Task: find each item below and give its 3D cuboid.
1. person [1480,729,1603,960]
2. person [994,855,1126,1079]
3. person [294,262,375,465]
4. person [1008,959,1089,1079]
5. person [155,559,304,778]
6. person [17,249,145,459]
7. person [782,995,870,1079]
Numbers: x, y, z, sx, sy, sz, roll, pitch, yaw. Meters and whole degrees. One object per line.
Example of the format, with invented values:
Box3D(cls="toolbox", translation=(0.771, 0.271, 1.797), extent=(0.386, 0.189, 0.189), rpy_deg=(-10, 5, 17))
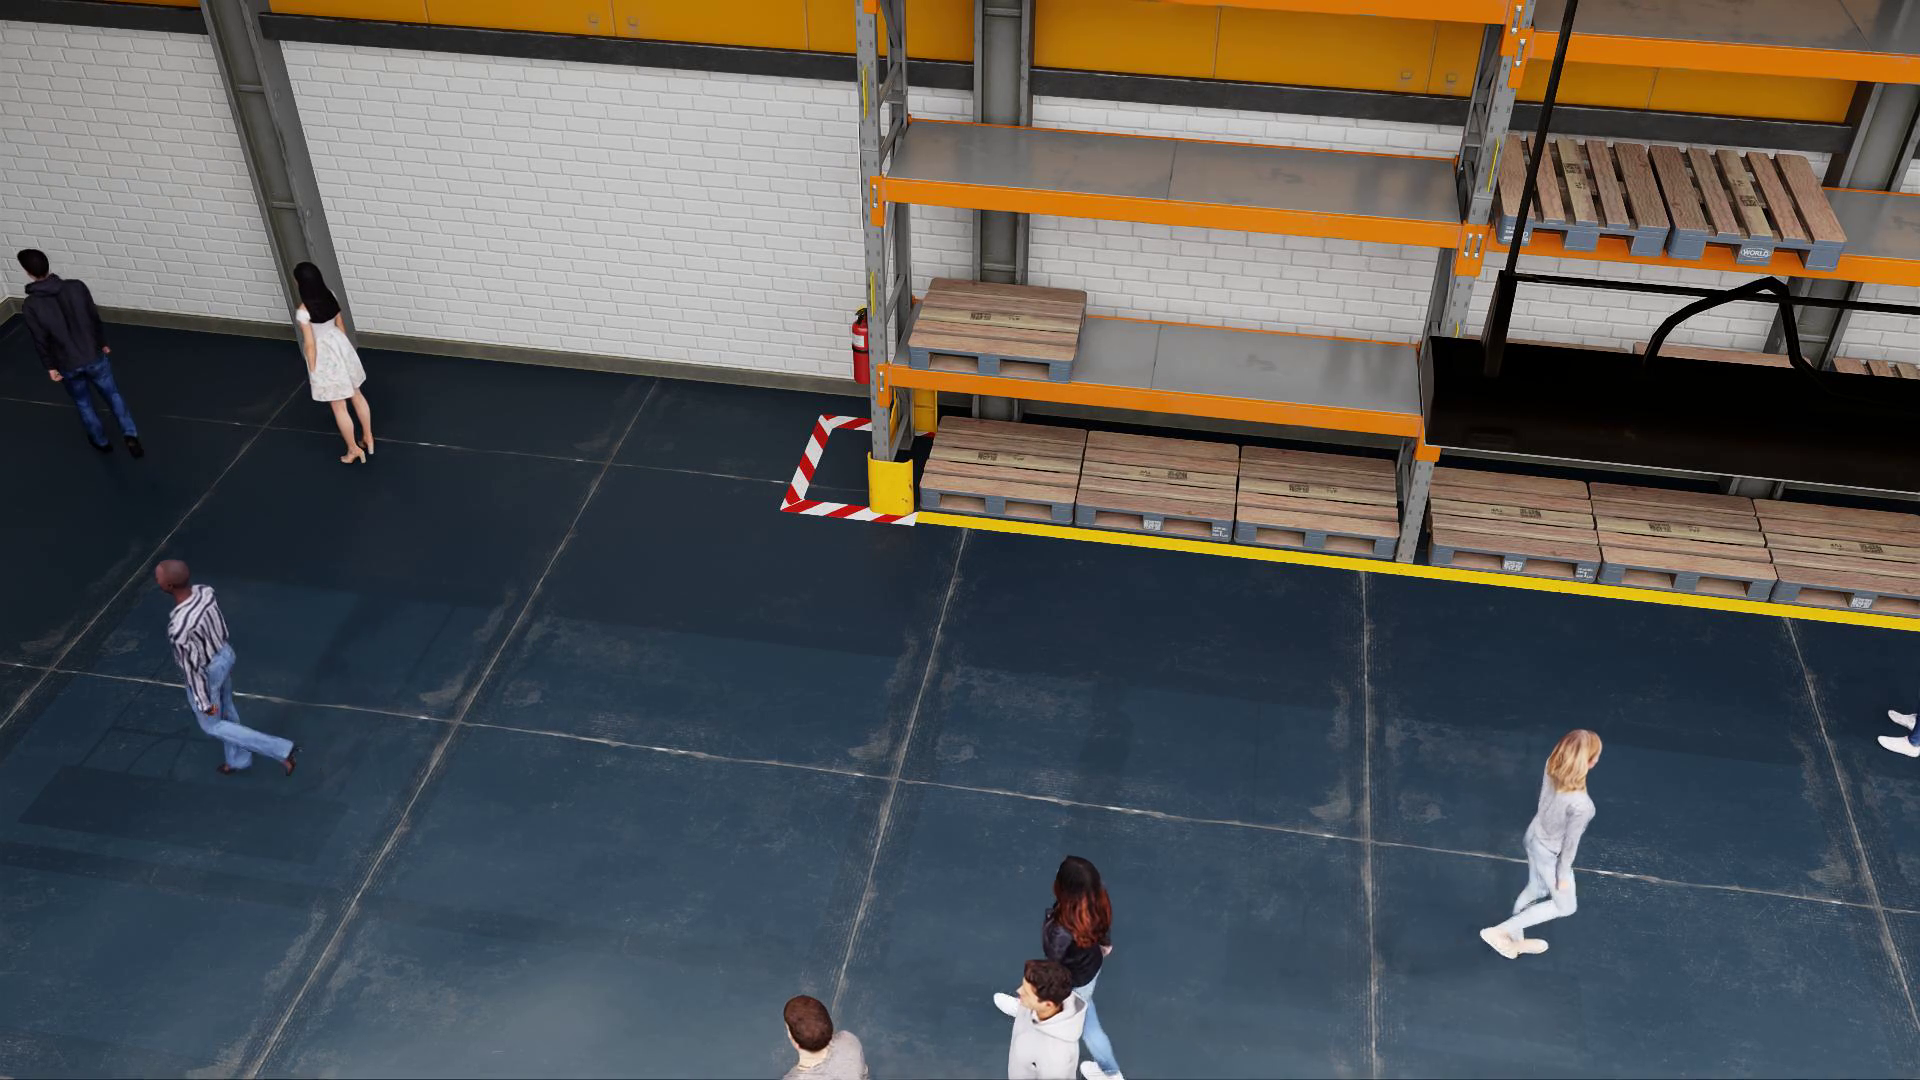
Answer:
Box3D(cls="person", translation=(3.148, 1.716, 9.100), extent=(0.742, 1.784, 0.697), rpy_deg=(-2, 39, -2))
Box3D(cls="person", translation=(0.656, 2.264, 8.572), extent=(1.188, 1.588, 0.932), rpy_deg=(22, 43, 25))
Box3D(cls="person", translation=(-4.899, -1.378, 12.983), extent=(0.733, 1.774, 0.726), rpy_deg=(18, 42, 21))
Box3D(cls="person", translation=(0.403, 2.605, 7.871), extent=(0.723, 1.930, 0.753), rpy_deg=(-6, 39, -7))
Box3D(cls="person", translation=(-4.498, 0.838, 10.206), extent=(0.904, 1.777, 0.699), rpy_deg=(2, 39, 2))
Box3D(cls="person", translation=(-6.807, -1.391, 12.921), extent=(1.130, 1.873, 1.007), rpy_deg=(32, 48, 33))
Box3D(cls="person", translation=(-0.557, 2.817, 7.643), extent=(1.140, 1.883, 0.999), rpy_deg=(27, 46, 29))
